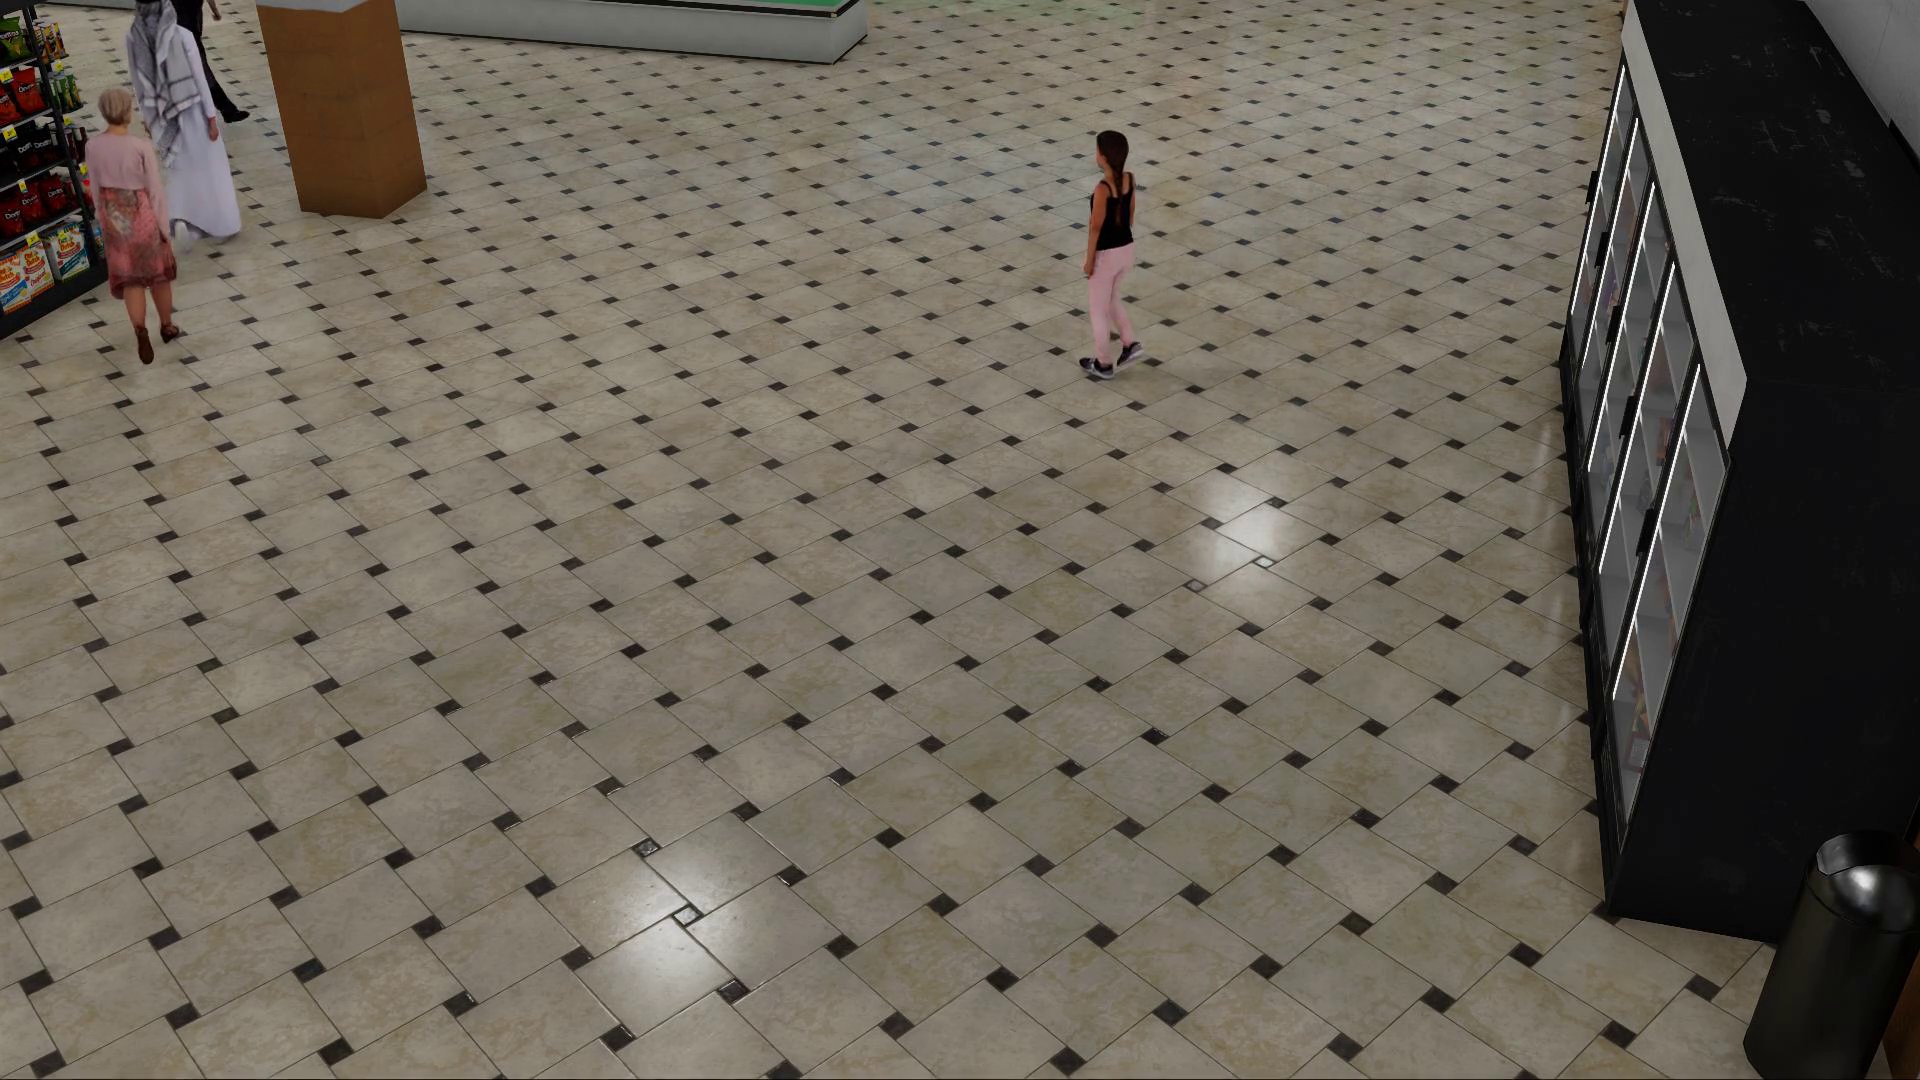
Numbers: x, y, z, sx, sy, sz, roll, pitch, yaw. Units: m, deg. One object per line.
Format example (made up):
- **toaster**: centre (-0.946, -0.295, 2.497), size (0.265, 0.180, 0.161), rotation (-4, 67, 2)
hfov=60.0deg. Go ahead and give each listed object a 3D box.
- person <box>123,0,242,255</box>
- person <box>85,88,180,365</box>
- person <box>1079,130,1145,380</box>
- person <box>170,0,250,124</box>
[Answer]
- **person**: centre (-5.492, -2.911, 11.637), size (1.049, 1.902, 0.960), rotation (-1, 32, -1)
- **person**: centre (-5.079, -1.888, 10.218), size (1.008, 1.664, 0.972), rotation (-9, 33, -14)
- **person**: centre (0.964, -1.680, 9.988), size (0.683, 1.554, 0.755), rotation (-26, 41, -36)
- **person**: centre (-6.740, -4.493, 14.279), size (1.214, 1.797, 0.837), rotation (12, 34, 19)
